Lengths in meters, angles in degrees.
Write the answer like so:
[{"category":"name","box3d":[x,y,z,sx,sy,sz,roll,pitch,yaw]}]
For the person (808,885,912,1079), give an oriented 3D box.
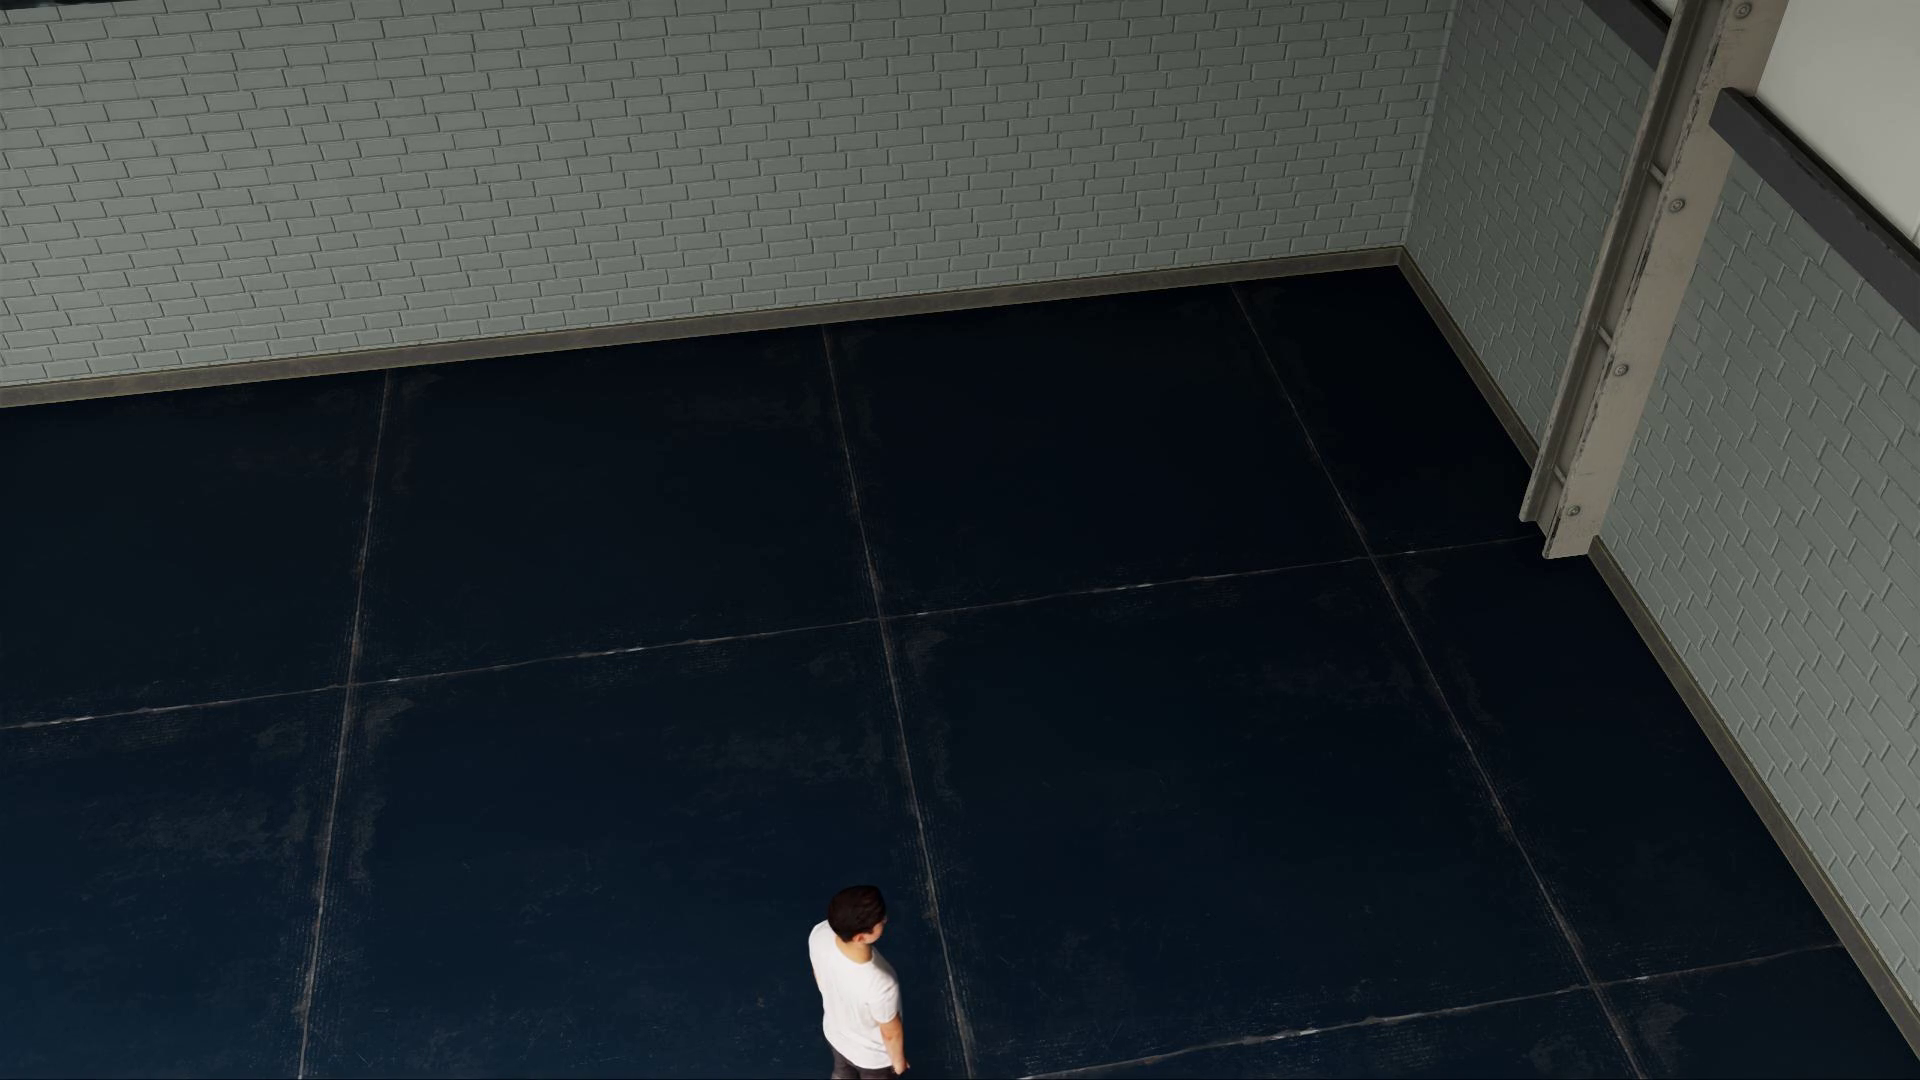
[{"category":"person","box3d":[-0.407,1.987,6.778,0.763,1.720,0.655,-33,52,-30]}]
